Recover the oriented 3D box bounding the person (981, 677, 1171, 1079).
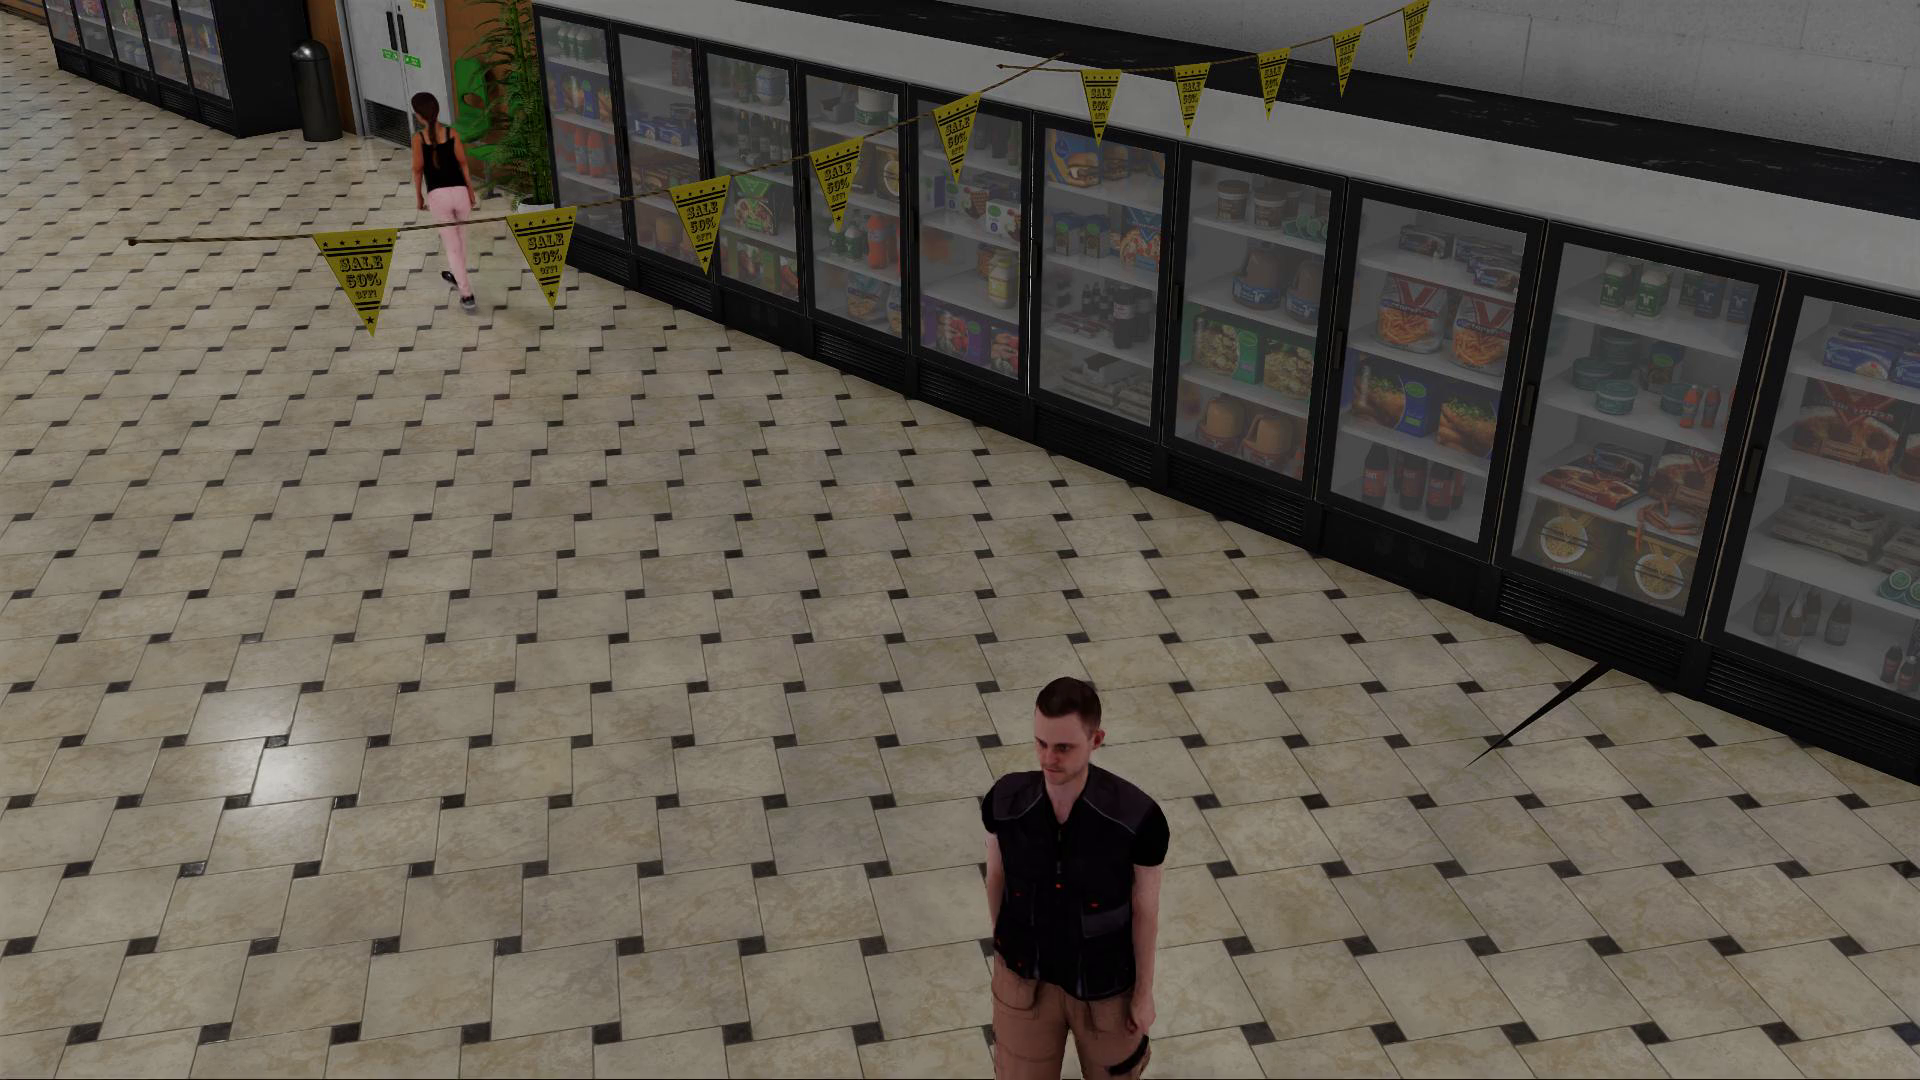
[{"bbox_3d":[0.344,1.152,4.666,1.008,1.808,1.201,8,28,16],"label":"person"}]

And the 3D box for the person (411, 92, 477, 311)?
[{"bbox_3d":[-3.668,-2.423,12.036,0.922,1.518,0.699,-14,30,-26],"label":"person"}]
